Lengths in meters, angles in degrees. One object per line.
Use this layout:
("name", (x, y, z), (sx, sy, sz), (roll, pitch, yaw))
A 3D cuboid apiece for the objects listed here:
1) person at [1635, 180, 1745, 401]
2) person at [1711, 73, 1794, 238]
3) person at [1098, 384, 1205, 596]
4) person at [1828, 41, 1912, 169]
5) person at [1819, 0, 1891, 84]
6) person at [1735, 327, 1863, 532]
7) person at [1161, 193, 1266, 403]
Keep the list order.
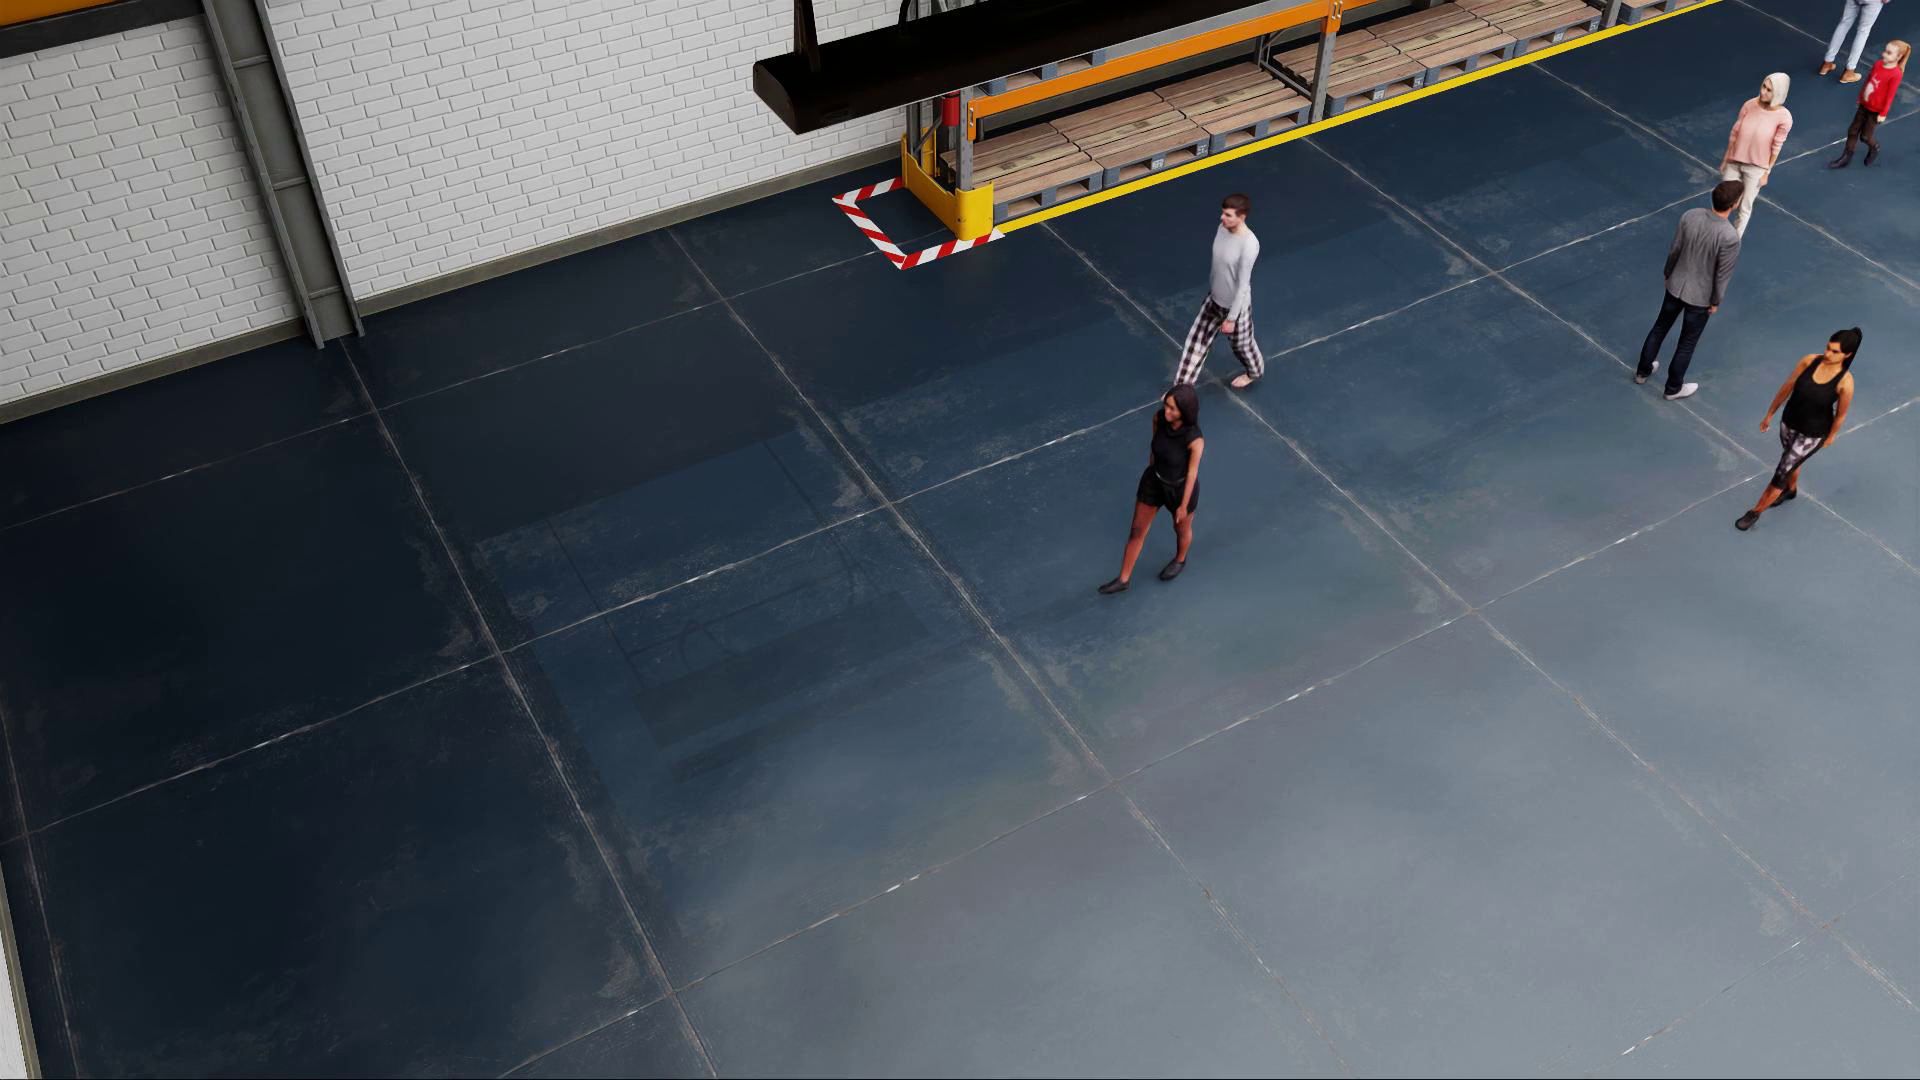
("person", (5.609, -1.918, 12.729), (0.614, 1.874, 0.690), (-26, 49, -24))
("person", (6.729, -3.213, 14.198), (0.597, 1.724, 0.646), (-34, 53, -30))
("person", (1.483, -0.375, 11.224), (1.034, 1.717, 0.757), (-33, 53, -30))
("person", (8.471, -4.004, 15.355), (0.721, 1.272, 0.562), (-14, 45, -14))
("person", (8.980, -5.433, 16.447), (0.555, 1.836, 0.657), (-24, 49, -23))
("person", (6.038, -0.844, 11.772), (0.955, 1.639, 0.581), (-20, 47, -20))
("person", (2.128, -1.835, 12.699), (1.143, 1.795, 0.680), (-19, 47, -19))
